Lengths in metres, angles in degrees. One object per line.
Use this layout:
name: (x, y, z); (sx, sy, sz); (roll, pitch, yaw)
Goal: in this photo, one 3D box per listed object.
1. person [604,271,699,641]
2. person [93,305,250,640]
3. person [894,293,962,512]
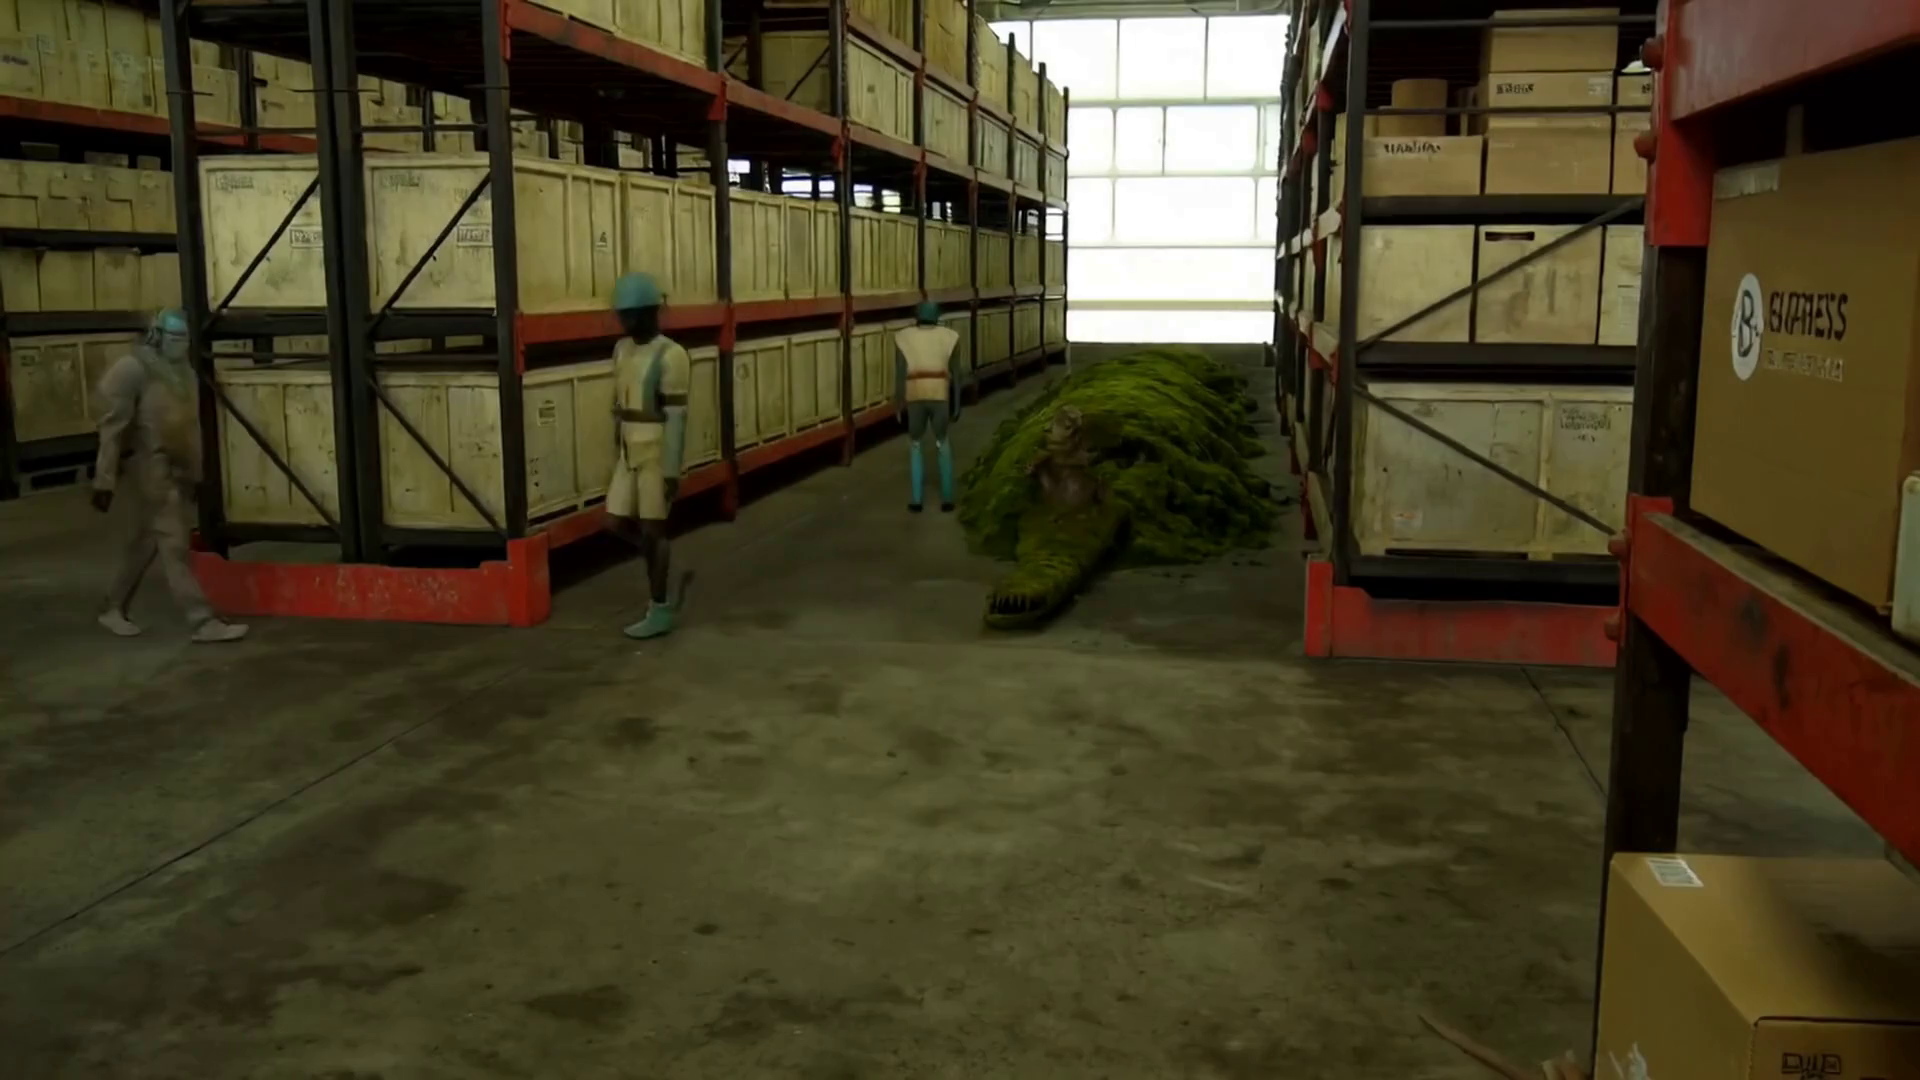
person: (-1.703, -0.459, 9.171); (0.627, 2.024, 0.505); (9, 13, 44)
person: (-4.436, -0.360, 9.149); (0.959, 1.854, 0.714); (1, 9, 7)
person: (-0.268, -1.149, 14.026); (0.571, 1.840, 0.374); (-1, 9, -6)
